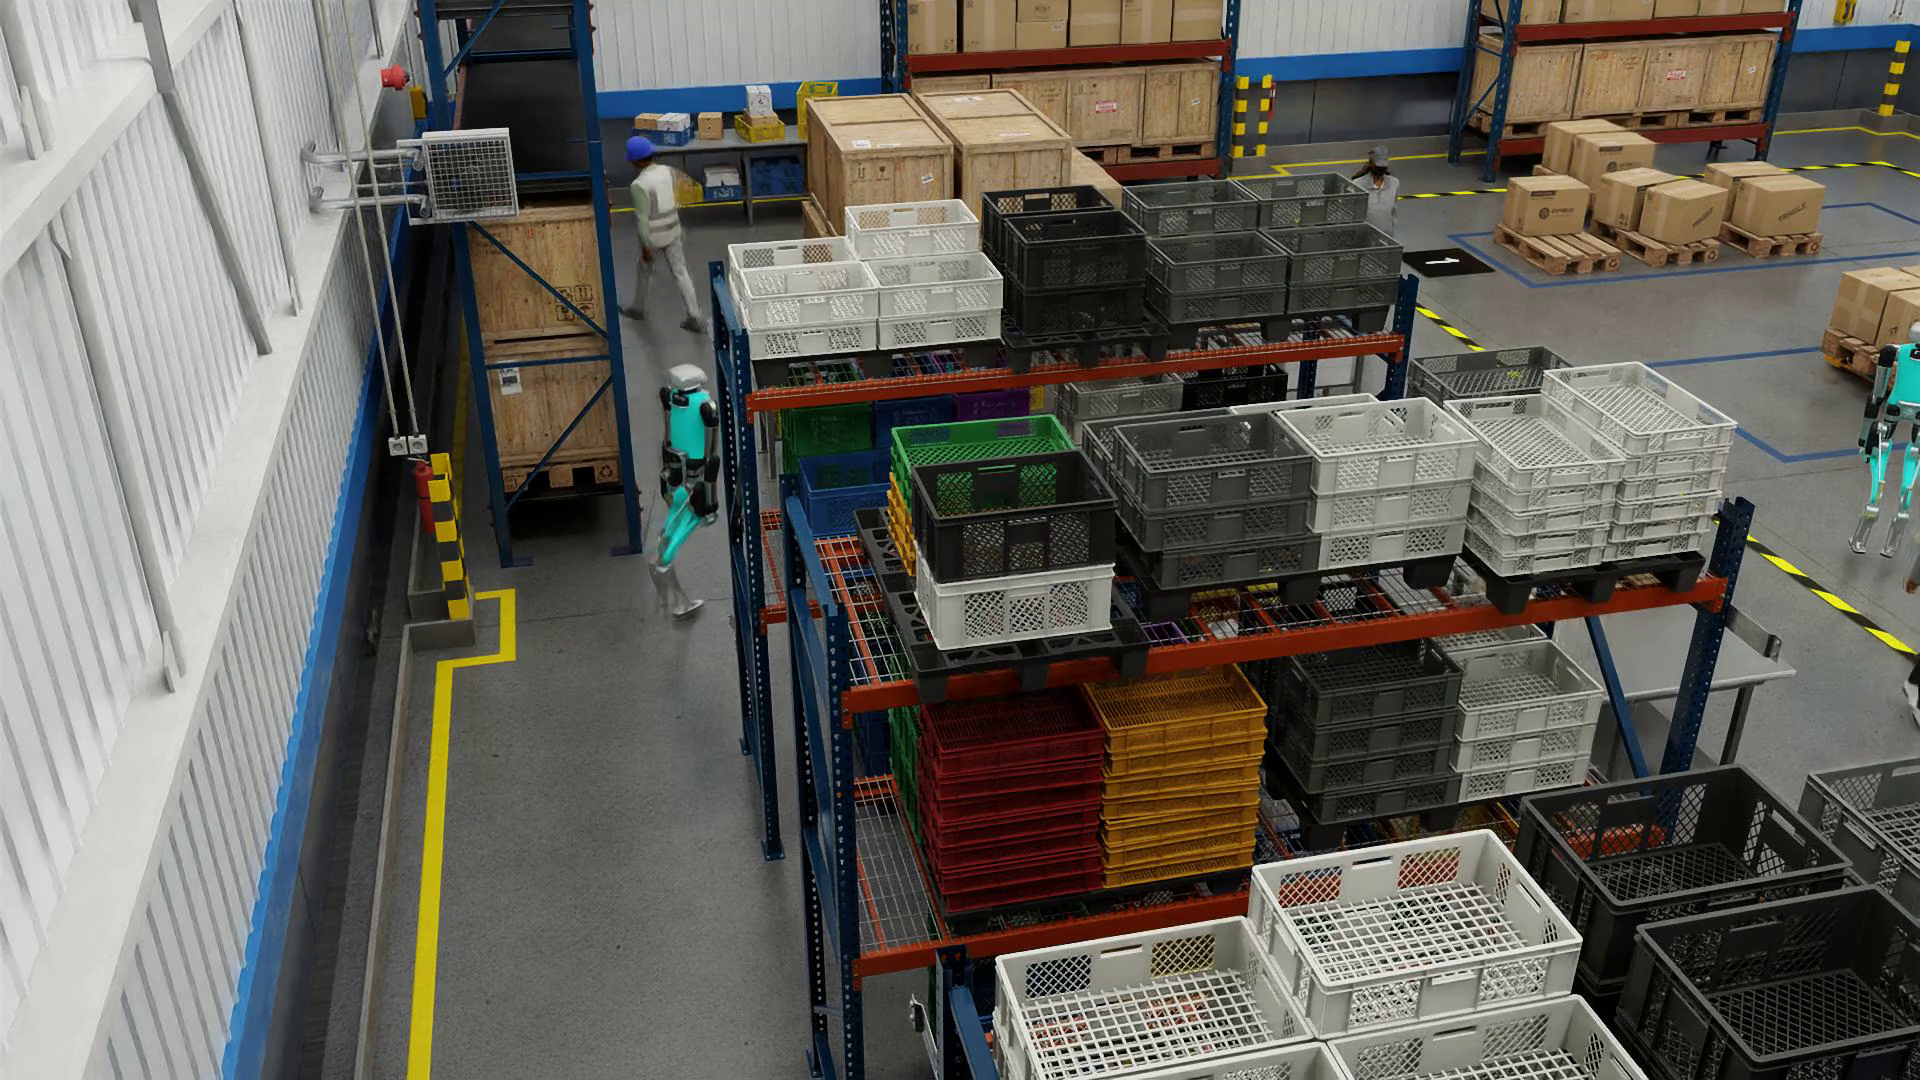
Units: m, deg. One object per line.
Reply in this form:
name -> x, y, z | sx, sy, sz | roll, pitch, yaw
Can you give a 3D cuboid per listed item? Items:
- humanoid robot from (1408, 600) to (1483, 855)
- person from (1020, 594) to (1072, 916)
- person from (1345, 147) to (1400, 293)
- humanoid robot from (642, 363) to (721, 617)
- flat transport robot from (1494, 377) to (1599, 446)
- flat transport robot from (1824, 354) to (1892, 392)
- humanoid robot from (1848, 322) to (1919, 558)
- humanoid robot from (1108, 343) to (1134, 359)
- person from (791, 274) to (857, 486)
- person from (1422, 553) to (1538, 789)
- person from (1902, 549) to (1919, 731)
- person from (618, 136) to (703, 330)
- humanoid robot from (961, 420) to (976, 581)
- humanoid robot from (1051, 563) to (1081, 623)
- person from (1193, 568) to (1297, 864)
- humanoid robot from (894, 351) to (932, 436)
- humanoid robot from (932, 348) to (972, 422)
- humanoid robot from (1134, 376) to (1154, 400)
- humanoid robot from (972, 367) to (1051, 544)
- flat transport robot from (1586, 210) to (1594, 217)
humanoid robot -> 2.616, 1.035, 8.579 | 0.598, 1.634, 0.594 | 15, 31, 27
person -> 0.451, 1.042, 8.354 | 0.370, 1.875, 0.576 | -4, 28, -8
person -> 3.909, -2.900, 15.938 | 0.574, 1.767, 0.398 | -8, 29, -14
humanoid robot -> -1.906, -0.184, 10.947 | 0.540, 1.897, 0.726 | 24, 36, 37
flat transport robot -> 4.780, -1.036, 14.013 | 0.659, 0.231, 1.431 | -6, 28, -12
flat transport robot -> 8.473, -1.467, 14.800 | 0.652, 0.197, 1.431 | -6, 28, -12
humanoid robot -> 6.516, -0.633, 11.530 | 0.533, 1.675, 0.735 | 14, 31, 24
humanoid robot -> 1.439, -1.940, 14.240 | 0.602, 1.638, 0.719 | -3, 28, -6
person -> -0.917, -0.961, 11.981 | 0.605, 2.035, 0.405 | 18, 33, 30
person -> 2.846, 0.641, 9.167 | 0.612, 1.820, 0.662 | 11, 30, 19
person -> 5.974, 0.310, 9.813 | 0.610, 1.795, 0.741 | 5, 28, 9
person -> -2.905, -2.940, 15.896 | 0.986, 1.889, 0.634 | 17, 32, 30
humanoid robot -> -0.008, -0.021, 10.571 | 0.318, 1.660, 0.605 | 1, 28, 2
humanoid robot -> 0.328, 0.823, 8.833 | 0.726, 1.723, 0.530 | 22, 35, 36
person -> 1.484, 0.924, 8.618 | 0.601, 1.827, 0.404 | 3, 28, 5
humanoid robot -> -0.321, -0.627, 11.732 | 0.614, 1.646, 0.467 | -5, 28, -9
humanoid robot -> 0.118, -0.553, 11.416 | 0.530, 1.695, 0.747 | -12, 30, -22
humanoid robot -> 1.281, -0.420, 11.333 | 0.359, 1.651, 0.609 | -8, 29, -15
humanoid robot -> 0.390, -0.410, 11.221 | 0.698, 1.768, 0.533 | 1, 28, 2
flat transport robot -> 7.423, -3.978, 19.564 | 1.431, 0.197, 0.652 | -6, 28, -12
